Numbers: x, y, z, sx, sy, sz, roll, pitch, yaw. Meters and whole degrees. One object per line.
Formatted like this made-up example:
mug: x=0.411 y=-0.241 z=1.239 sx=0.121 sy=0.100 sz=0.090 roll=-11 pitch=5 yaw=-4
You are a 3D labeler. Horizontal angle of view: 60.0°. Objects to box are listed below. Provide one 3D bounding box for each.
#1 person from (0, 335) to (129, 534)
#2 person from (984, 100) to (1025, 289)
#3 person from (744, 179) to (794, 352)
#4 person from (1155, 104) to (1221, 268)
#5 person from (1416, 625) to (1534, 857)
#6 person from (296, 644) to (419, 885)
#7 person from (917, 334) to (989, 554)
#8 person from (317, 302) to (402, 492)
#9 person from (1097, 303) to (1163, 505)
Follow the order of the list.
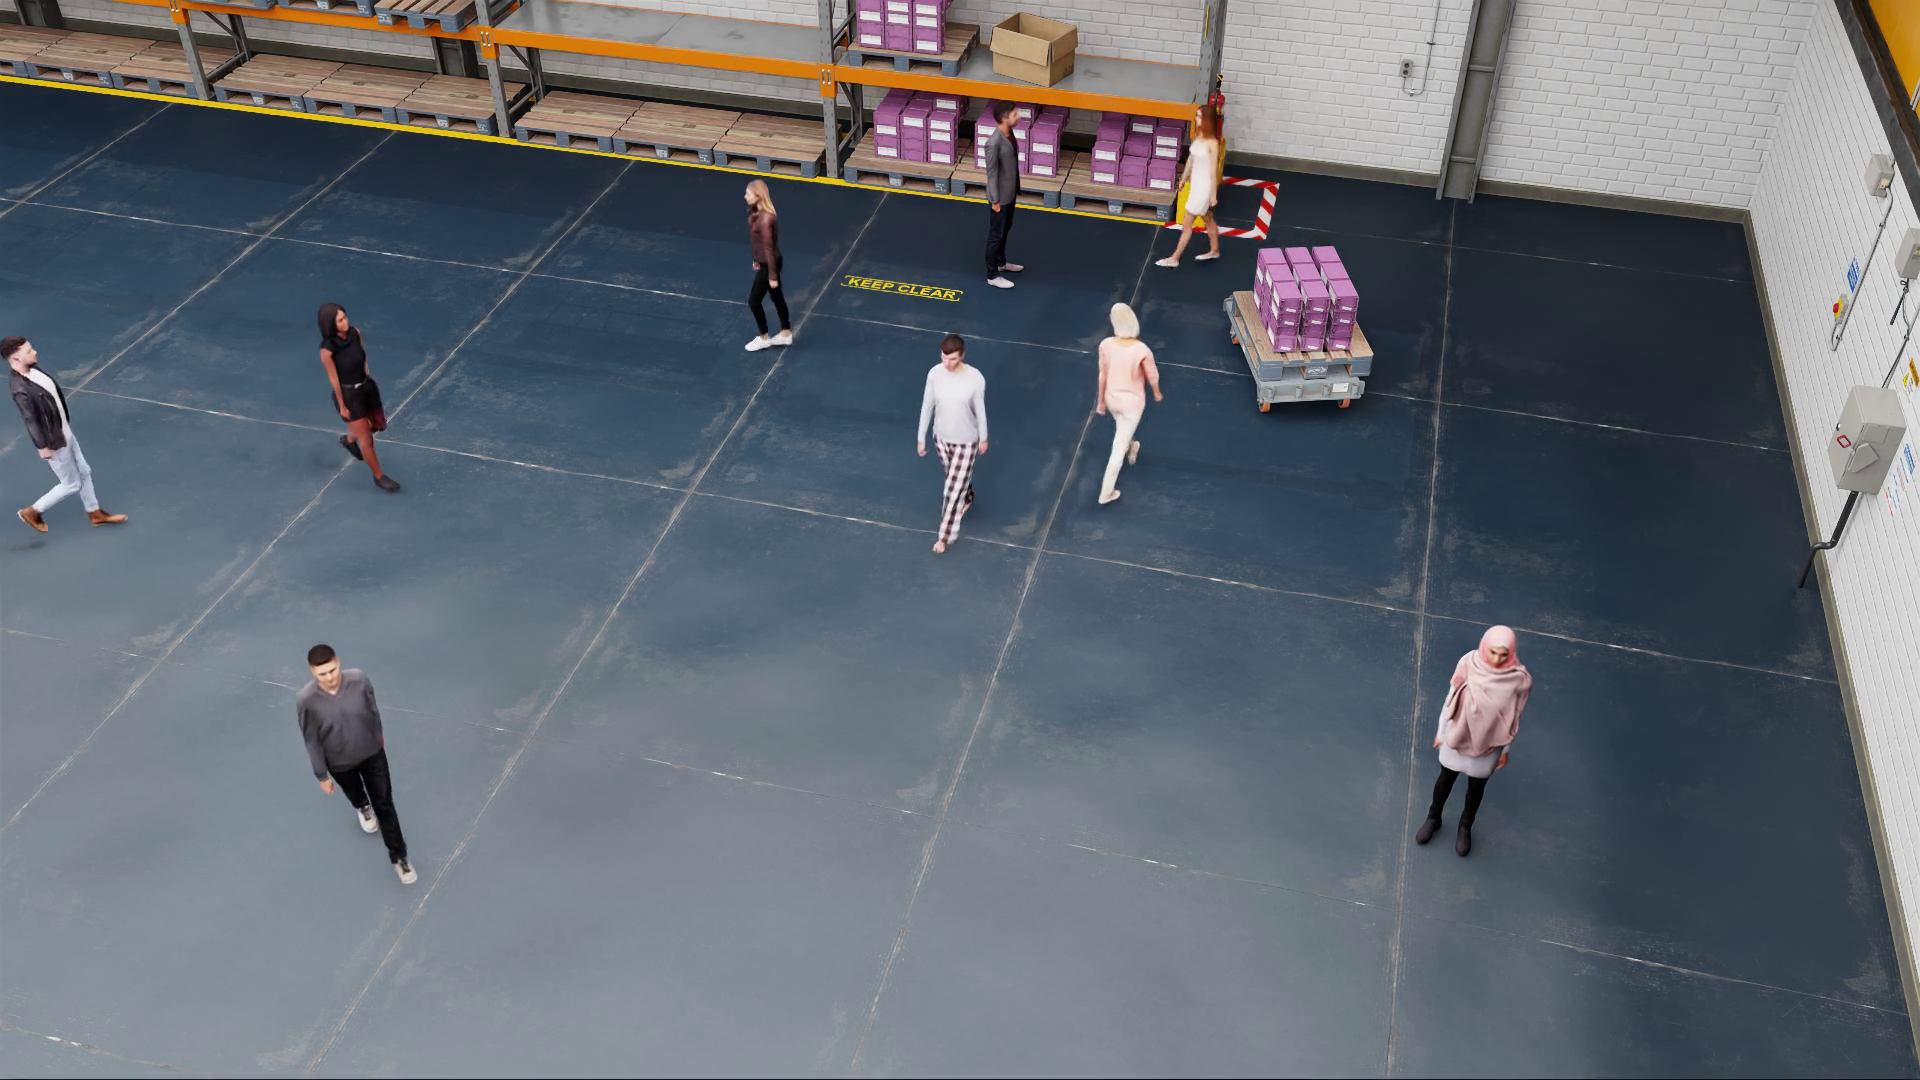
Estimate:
person: x=-7.137 y=-0.780 z=12.950 sx=1.080 sy=1.818 sz=0.966 roll=-13 pitch=40 yaw=-16
person: x=0.414 y=-3.386 z=16.169 sx=0.595 sy=1.874 sz=0.694 roll=12 pitch=40 yaw=14
person: x=-1.672 y=-2.507 z=15.216 sx=0.807 sy=1.689 sz=0.763 roll=-4 pitch=39 yaw=-6
person: x=2.487 y=-3.502 z=16.467 sx=1.061 sy=1.683 sz=0.893 roll=-10 pitch=40 yaw=-12
person: x=3.223 y=1.246 z=10.425 sx=0.578 sy=1.804 sz=0.728 roll=15 pitch=41 yaw=18
person: x=-3.834 y=1.301 z=10.430 sx=1.115 sy=1.713 sz=1.206 roll=-22 pitch=44 yaw=-25
person: x=-0.003 y=-0.849 z=13.050 sx=1.124 sy=1.803 sz=0.838 roll=15 pitch=41 yaw=18
person: x=-4.976 y=-1.164 z=13.508 sx=0.895 sy=1.723 sz=0.656 roll=15 pitch=41 yaw=18
person: x=1.292 y=-1.052 z=13.417 sx=1.112 sy=1.661 sz=0.887 roll=21 pitch=43 yaw=24
